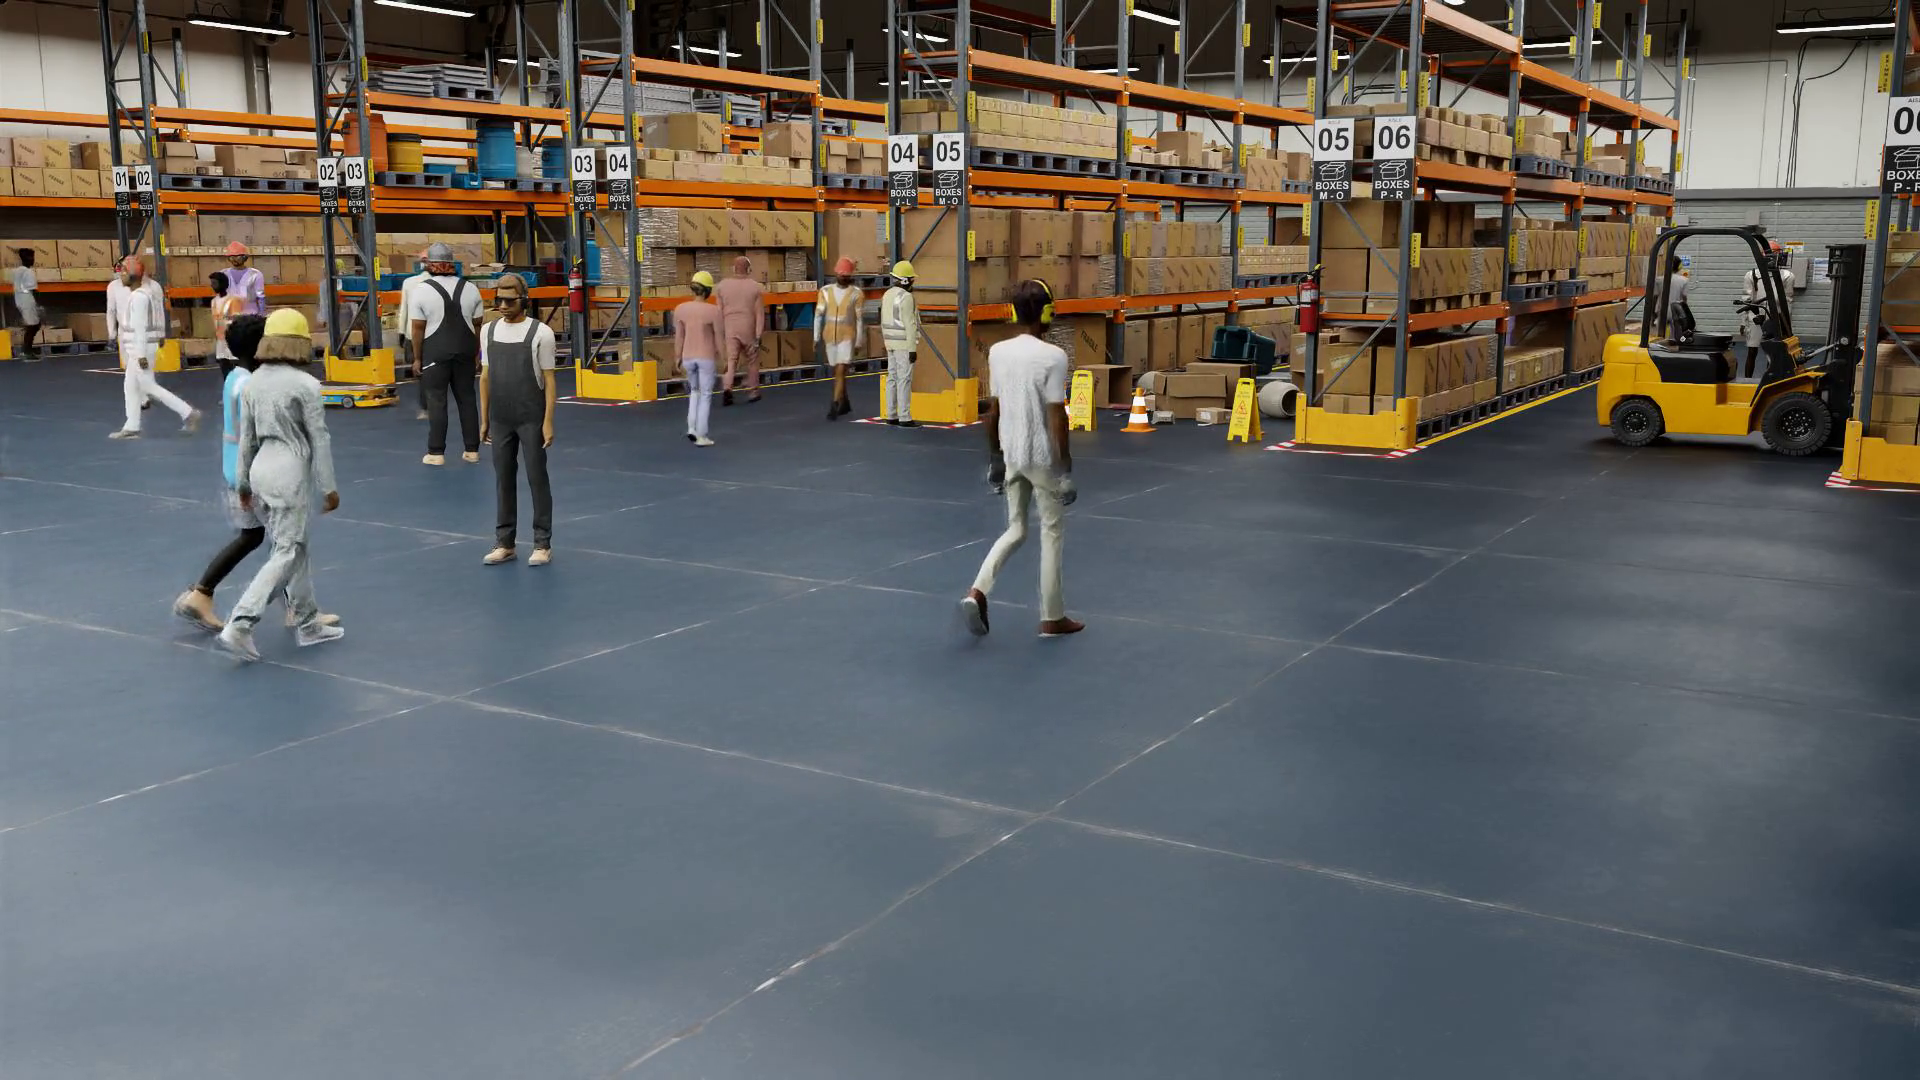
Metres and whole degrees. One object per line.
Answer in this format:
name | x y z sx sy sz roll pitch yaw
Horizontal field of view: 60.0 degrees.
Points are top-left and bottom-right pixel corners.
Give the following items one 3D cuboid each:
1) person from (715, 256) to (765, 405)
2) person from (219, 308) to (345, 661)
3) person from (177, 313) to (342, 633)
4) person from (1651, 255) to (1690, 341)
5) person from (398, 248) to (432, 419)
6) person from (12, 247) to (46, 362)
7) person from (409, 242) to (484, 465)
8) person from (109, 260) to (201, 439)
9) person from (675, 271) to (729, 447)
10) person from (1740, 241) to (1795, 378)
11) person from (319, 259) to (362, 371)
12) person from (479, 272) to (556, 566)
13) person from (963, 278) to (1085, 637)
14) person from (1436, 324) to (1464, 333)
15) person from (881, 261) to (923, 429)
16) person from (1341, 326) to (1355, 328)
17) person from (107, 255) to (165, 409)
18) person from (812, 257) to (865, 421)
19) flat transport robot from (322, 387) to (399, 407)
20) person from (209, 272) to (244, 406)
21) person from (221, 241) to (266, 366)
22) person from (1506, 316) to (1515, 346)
person | -2.773 -2.641 20.966 0.640 1.870 0.931 1 10 4
person | -3.368 -0.270 8.129 0.491 1.705 0.732 6 12 30
person | -3.682 -0.333 8.594 0.734 1.674 0.540 -6 12 -32
person | 10.724 -3.373 25.167 0.515 1.841 0.829 4 11 23
person | -6.161 -2.410 19.392 0.653 1.962 0.709 2 10 11
person | -15.916 -4.019 28.463 0.628 1.950 0.469 9 14 42
person | -4.750 -1.715 15.298 0.680 2.000 0.537 -8 13 -39
person | -8.405 -1.969 17.244 0.826 1.860 0.583 -5 11 -25
person | -2.577 -1.805 16.617 0.546 1.748 0.456 4 11 21
person | 10.467 -2.844 21.612 0.607 2.044 0.378 5 11 27
person | -9.682 -3.485 25.944 0.604 1.789 0.943 4 11 23
person | -2.781 -0.751 10.453 0.506 1.843 0.346 2 10 10
person | 0.354 -0.392 8.412 0.550 1.853 0.710 9 14 42
person | 10.006 -4.923 33.782 1.007 1.848 0.723 7 12 33
person | -0.629 -2.127 18.188 0.404 1.829 0.600 -6 12 -30
person | 5.470 -3.010 22.913 0.485 1.914 0.791 -4 11 -21
person | -10.168 -2.581 20.569 0.650 1.883 0.802 -2 10 -13
person | -1.377 -2.346 19.333 0.556 1.873 1.043 2 10 14
flat transport robot | -7.799 -1.790 20.671 1.431 0.197 0.652 0 10 2
person | -9.069 -2.517 20.811 0.555 1.672 0.548 6 12 30
person | -9.822 -3.052 22.773 0.609 2.044 0.394 0 10 -1
person | 9.288 -3.835 27.538 0.643 1.913 0.410 4 11 20
